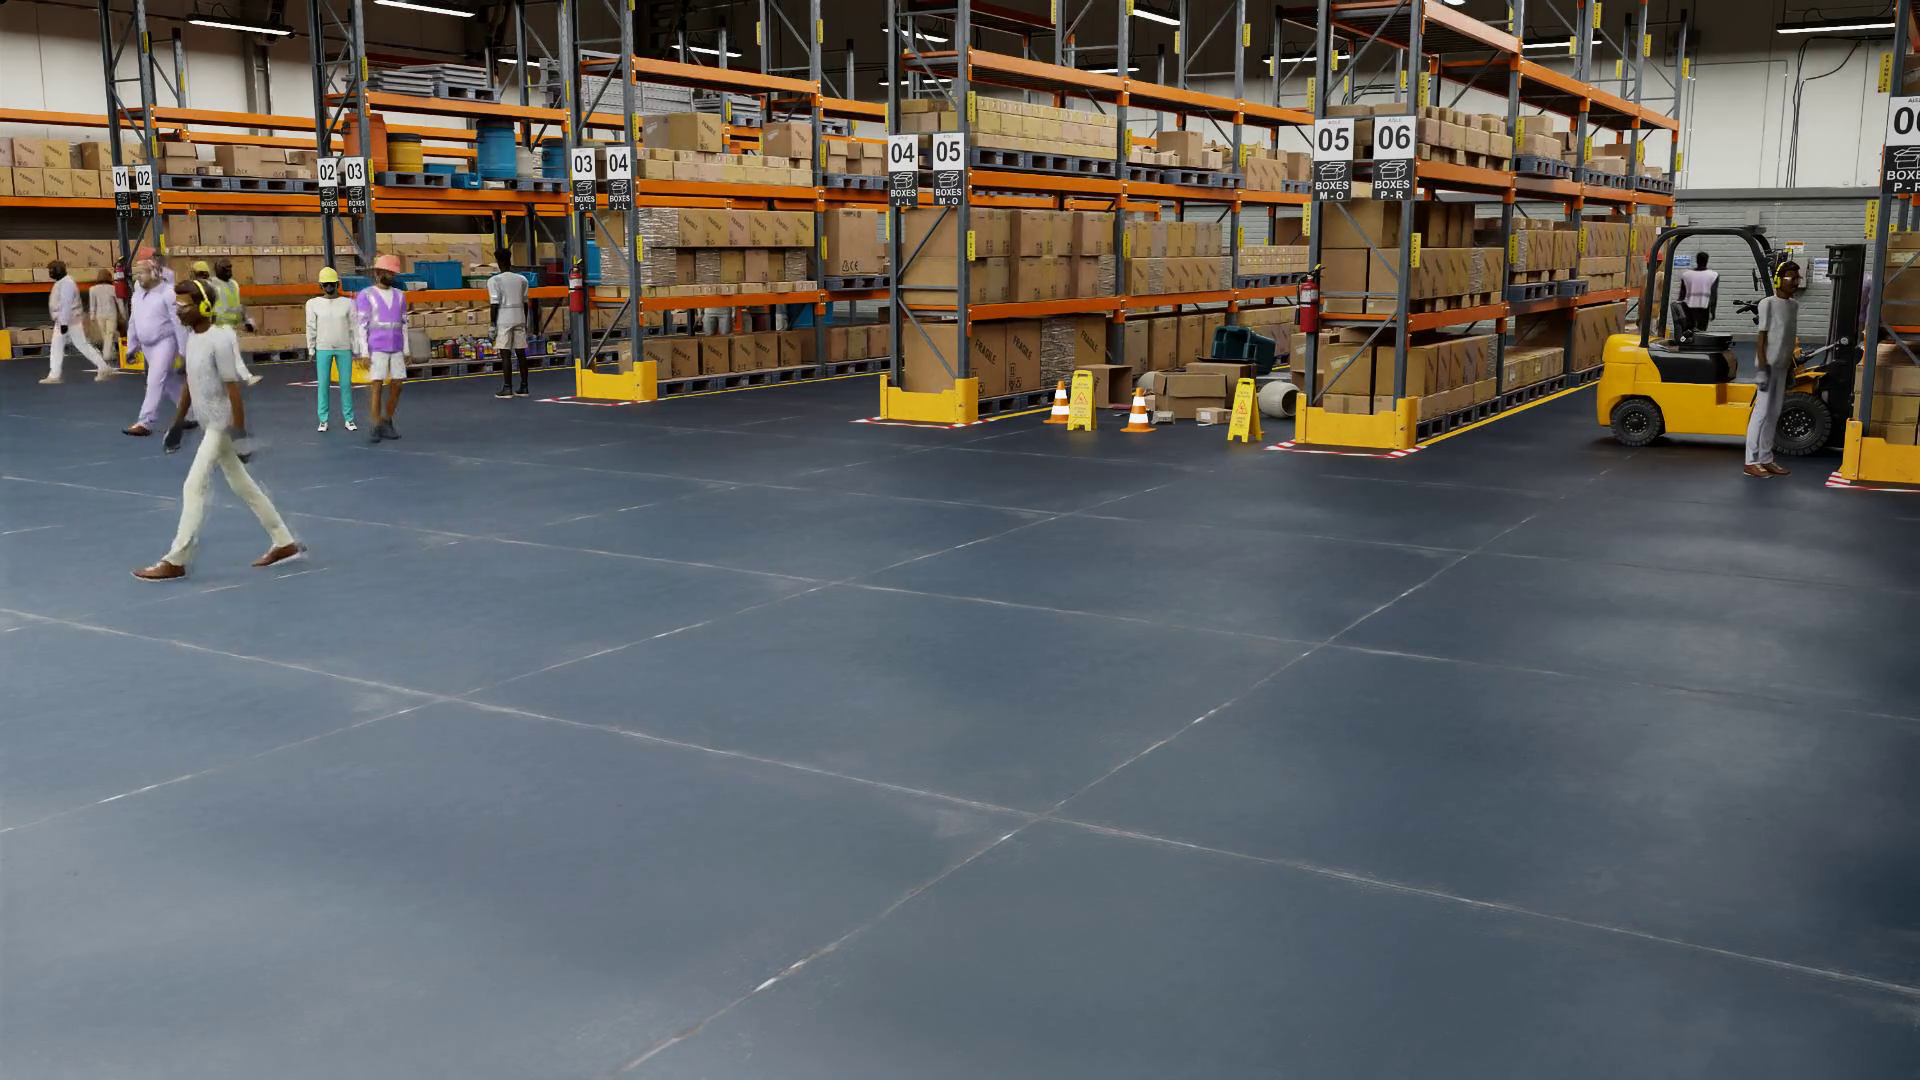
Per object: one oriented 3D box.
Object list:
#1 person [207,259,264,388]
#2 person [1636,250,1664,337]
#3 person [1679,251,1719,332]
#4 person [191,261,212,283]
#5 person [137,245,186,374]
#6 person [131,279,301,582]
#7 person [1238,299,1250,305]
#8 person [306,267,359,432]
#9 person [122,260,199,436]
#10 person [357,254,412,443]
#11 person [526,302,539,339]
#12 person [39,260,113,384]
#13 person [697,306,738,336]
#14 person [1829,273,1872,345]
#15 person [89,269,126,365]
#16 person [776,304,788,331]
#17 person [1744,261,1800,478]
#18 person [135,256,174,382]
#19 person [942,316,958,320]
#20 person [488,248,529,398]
[{"bbox_3d":[-10.226,-3.030,23.349,0.965,1.789,0.629,2,10,9],"label":"person"},{"bbox_3d":[10.235,-3.340,24.674,0.354,1.941,0.549,-3,11,-19],"label":"person"},{"bbox_3d":[12.455,-3.925,28.102,0.596,1.895,0.838,6,12,30],"label":"person"},{"bbox_3d":[-11.839,-3.504,26.168,0.796,1.734,0.553,-8,13,-39],"label":"person"},{"bbox_3d":[-12.205,-3.512,25.500,0.853,1.989,0.655,5,11,27],"label":"person"},{"bbox_3d":[-4.556,-0.679,10.153,1.004,1.814,0.525,-8,13,-37],"label":"person"},{"bbox_3d":[5.408,-4.582,32.189,0.486,1.744,0.294,8,13,37],"label":"person"},{"bbox_3d":[-6.752,-2.048,17.931,0.533,1.767,0.321,-5,11,-25],"label":"person"},{"bbox_3d":[-8.561,-2.048,17.705,0.664,1.851,1.013,5,11,28],"label":"person"},{"bbox_3d":[-5.957,-1.946,17.053,0.425,1.908,0.693,8,13,39],"label":"person"},{"bbox_3d":[-7.555,-3.878,28.667,0.533,1.595,0.861,6,12,31],"label":"person"},{"bbox_3d":[-12.890,-3.172,24.170,0.954,1.803,0.632,-9,14,-42],"label":"person"},{"bbox_3d":[-3.670,-3.420,25.177,0.629,1.932,0.373,0,10,0],"label":"person"},{"bbox_3d":[12.774,-3.177,23.843,0.589,1.919,0.402,5,11,27],"label":"person"},{"bbox_3d":[-14.219,-3.722,27.797,0.524,1.580,0.868,-1,10,-5],"label":"person"},{"bbox_3d":[-3.095,-3.801,28.117,0.498,1.634,0.279,9,14,42],"label":"person"},{"bbox_3d":[7.108,-1.482,14.470,0.521,1.873,0.334,-6,12,-32],"label":"person"},{"bbox_3d":[-10.941,-2.934,22.680,0.517,1.841,0.325,-10,14,-44],"label":"person"},{"bbox_3d":[-0.002,-3.015,22.605,0.606,2.035,0.403,6,12,32],"label":"person"},{"bbox_3d":[-5.921,-2.840,21.821,0.373,1.960,0.601,8,13,39],"label":"person"}]
